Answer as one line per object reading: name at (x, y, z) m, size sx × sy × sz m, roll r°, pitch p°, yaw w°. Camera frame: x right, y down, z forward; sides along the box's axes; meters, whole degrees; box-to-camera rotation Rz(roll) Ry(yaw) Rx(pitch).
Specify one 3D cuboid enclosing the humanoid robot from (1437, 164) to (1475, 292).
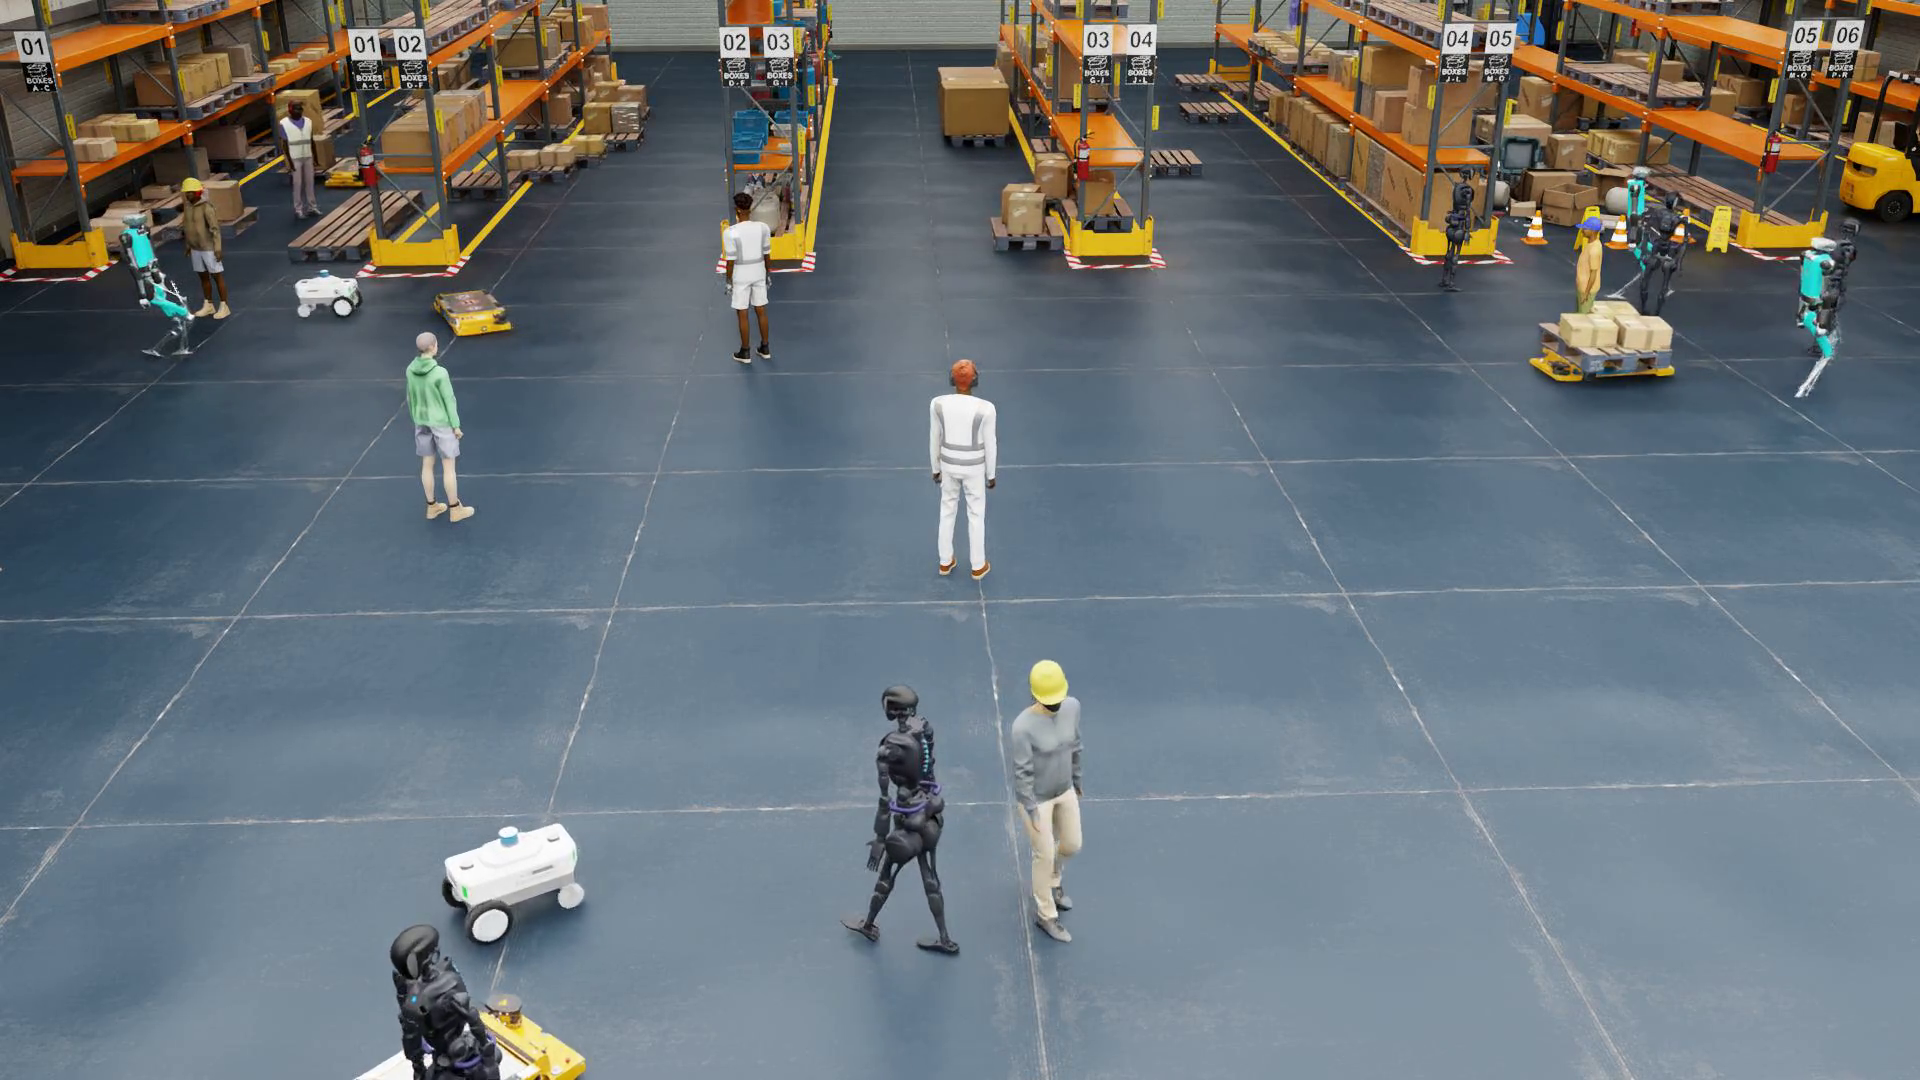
humanoid robot at (6.616, -4.160, 22.071) m, size 0.315 × 1.657 × 0.599 m, roll -1°, pitch 24°, yaw -2°

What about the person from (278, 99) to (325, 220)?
person at (-10.257, -5.931, 25.882) m, size 0.386 × 1.829 × 0.578 m, roll 17°, pitch 29°, yaw 33°

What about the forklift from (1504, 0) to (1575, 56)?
forklift at (14.700, -13.805, 42.301) m, size 1.873 × 2.768 × 1.129 m, roll -1°, pitch 24°, yaw -2°

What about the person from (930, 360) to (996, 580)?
person at (0.022, -0.581, 13.811) m, size 0.572 × 1.877 × 0.342 m, roll 8°, pitch 25°, yaw 17°

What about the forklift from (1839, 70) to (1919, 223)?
forklift at (15.132, -6.143, 25.915) m, size 2.313 × 2.155 × 1.214 m, roll -1°, pitch 24°, yaw -2°

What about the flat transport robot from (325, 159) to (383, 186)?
flat transport robot at (-10.411, -6.343, 28.726) m, size 0.659 × 0.231 × 1.431 m, roll 0°, pitch 24°, yaw -1°

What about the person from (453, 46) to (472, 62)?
person at (-11.311, -11.089, 37.629) m, size 0.534 × 1.699 × 0.318 m, roll 1°, pitch 24°, yaw 1°

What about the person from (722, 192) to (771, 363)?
person at (-2.454, -3.031, 19.199) m, size 0.611 × 1.963 × 0.362 m, roll -17°, pitch 29°, yaw -33°

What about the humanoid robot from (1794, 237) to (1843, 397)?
humanoid robot at (9.419, -2.396, 18.079) m, size 0.711 × 1.812 × 0.536 m, roll -2°, pitch 24°, yaw -5°

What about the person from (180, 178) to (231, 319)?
person at (-9.479, -3.674, 20.889) m, size 0.532 × 1.763 × 0.404 m, roll 9°, pitch 25°, yaw 19°

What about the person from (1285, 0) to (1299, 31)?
person at (8.319, -12.805, 41.378) m, size 0.446 × 1.788 × 0.592 m, roll -8°, pitch 25°, yaw -17°

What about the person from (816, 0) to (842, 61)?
person at (-3.432, -12.747, 41.319) m, size 0.905 × 1.717 × 0.532 m, roll -8°, pitch 25°, yaw -18°

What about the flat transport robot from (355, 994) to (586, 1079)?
flat transport robot at (-2.624, 2.792, 8.199) m, size 0.659 × 0.231 × 1.431 m, roll 19°, pitch 30°, yaw 36°

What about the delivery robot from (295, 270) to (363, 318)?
delivery robot at (-8.039, -3.136, 21.157) m, size 0.788 × 0.587 × 0.499 m, roll -2°, pitch 24°, yaw -4°

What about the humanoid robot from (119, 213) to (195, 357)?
humanoid robot at (-9.172, -2.883, 19.153) m, size 0.946 × 1.756 × 0.541 m, roll 1°, pitch 24°, yaw 1°

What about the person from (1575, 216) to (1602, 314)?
person at (7.166, -2.872, 19.142) m, size 0.369 × 1.717 × 0.453 m, roll 6°, pitch 25°, yaw 14°

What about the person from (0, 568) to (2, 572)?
person at (-8.367, -0.546, 13.716) m, size 0.381 × 1.891 × 0.564 m, roll 14°, pitch 28°, yaw 29°

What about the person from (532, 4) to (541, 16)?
person at (-10.488, -12.639, 40.915) m, size 0.385 × 1.861 × 0.515 m, roll 8°, pitch 25°, yaw 18°

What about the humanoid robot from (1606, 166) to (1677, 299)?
humanoid robot at (9.010, -3.910, 21.499) m, size 0.997 × 1.771 × 0.530 m, roll 10°, pitch 26°, yaw 22°

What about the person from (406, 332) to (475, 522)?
person at (-4.714, -1.008, 14.925) m, size 0.484 × 1.740 × 0.315 m, roll 8°, pitch 25°, yaw 18°

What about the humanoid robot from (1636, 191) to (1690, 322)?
humanoid robot at (8.735, -3.529, 20.683) m, size 0.590 × 1.645 × 0.338 m, roll 20°, pitch 31°, yaw 38°

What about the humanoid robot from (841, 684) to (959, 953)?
humanoid robot at (-0.324, 1.553, 9.278) m, size 0.697 × 1.630 × 0.596 m, roll 13°, pitch 27°, yaw 27°

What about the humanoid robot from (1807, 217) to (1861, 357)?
humanoid robot at (10.168, -2.930, 19.317) m, size 0.326 × 1.646 × 0.585 m, roll 5°, pitch 25°, yaw 12°

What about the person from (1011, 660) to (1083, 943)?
person at (0.527, 1.455, 9.393) m, size 0.555 × 1.745 × 0.402 m, roll -19°, pitch 30°, yaw -36°

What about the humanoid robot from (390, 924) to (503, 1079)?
humanoid robot at (-2.200, 2.377, 7.407) m, size 0.611 × 1.641 × 0.420 m, roll 14°, pitch 28°, yaw 29°

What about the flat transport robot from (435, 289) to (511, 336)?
flat transport robot at (-6.143, -2.866, 20.912) m, size 0.659 × 0.231 × 1.431 m, roll -12°, pitch 26°, yaw -24°

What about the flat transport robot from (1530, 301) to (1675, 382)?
flat transport robot at (7.349, -2.035, 19.045) m, size 1.431 × 0.231 × 0.659 m, roll -4°, pitch 24°, yaw -9°

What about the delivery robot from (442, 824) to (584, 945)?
delivery robot at (-2.627, 1.969, 9.719) m, size 0.818 × 0.614 × 0.499 m, roll -15°, pitch 28°, yaw -30°
